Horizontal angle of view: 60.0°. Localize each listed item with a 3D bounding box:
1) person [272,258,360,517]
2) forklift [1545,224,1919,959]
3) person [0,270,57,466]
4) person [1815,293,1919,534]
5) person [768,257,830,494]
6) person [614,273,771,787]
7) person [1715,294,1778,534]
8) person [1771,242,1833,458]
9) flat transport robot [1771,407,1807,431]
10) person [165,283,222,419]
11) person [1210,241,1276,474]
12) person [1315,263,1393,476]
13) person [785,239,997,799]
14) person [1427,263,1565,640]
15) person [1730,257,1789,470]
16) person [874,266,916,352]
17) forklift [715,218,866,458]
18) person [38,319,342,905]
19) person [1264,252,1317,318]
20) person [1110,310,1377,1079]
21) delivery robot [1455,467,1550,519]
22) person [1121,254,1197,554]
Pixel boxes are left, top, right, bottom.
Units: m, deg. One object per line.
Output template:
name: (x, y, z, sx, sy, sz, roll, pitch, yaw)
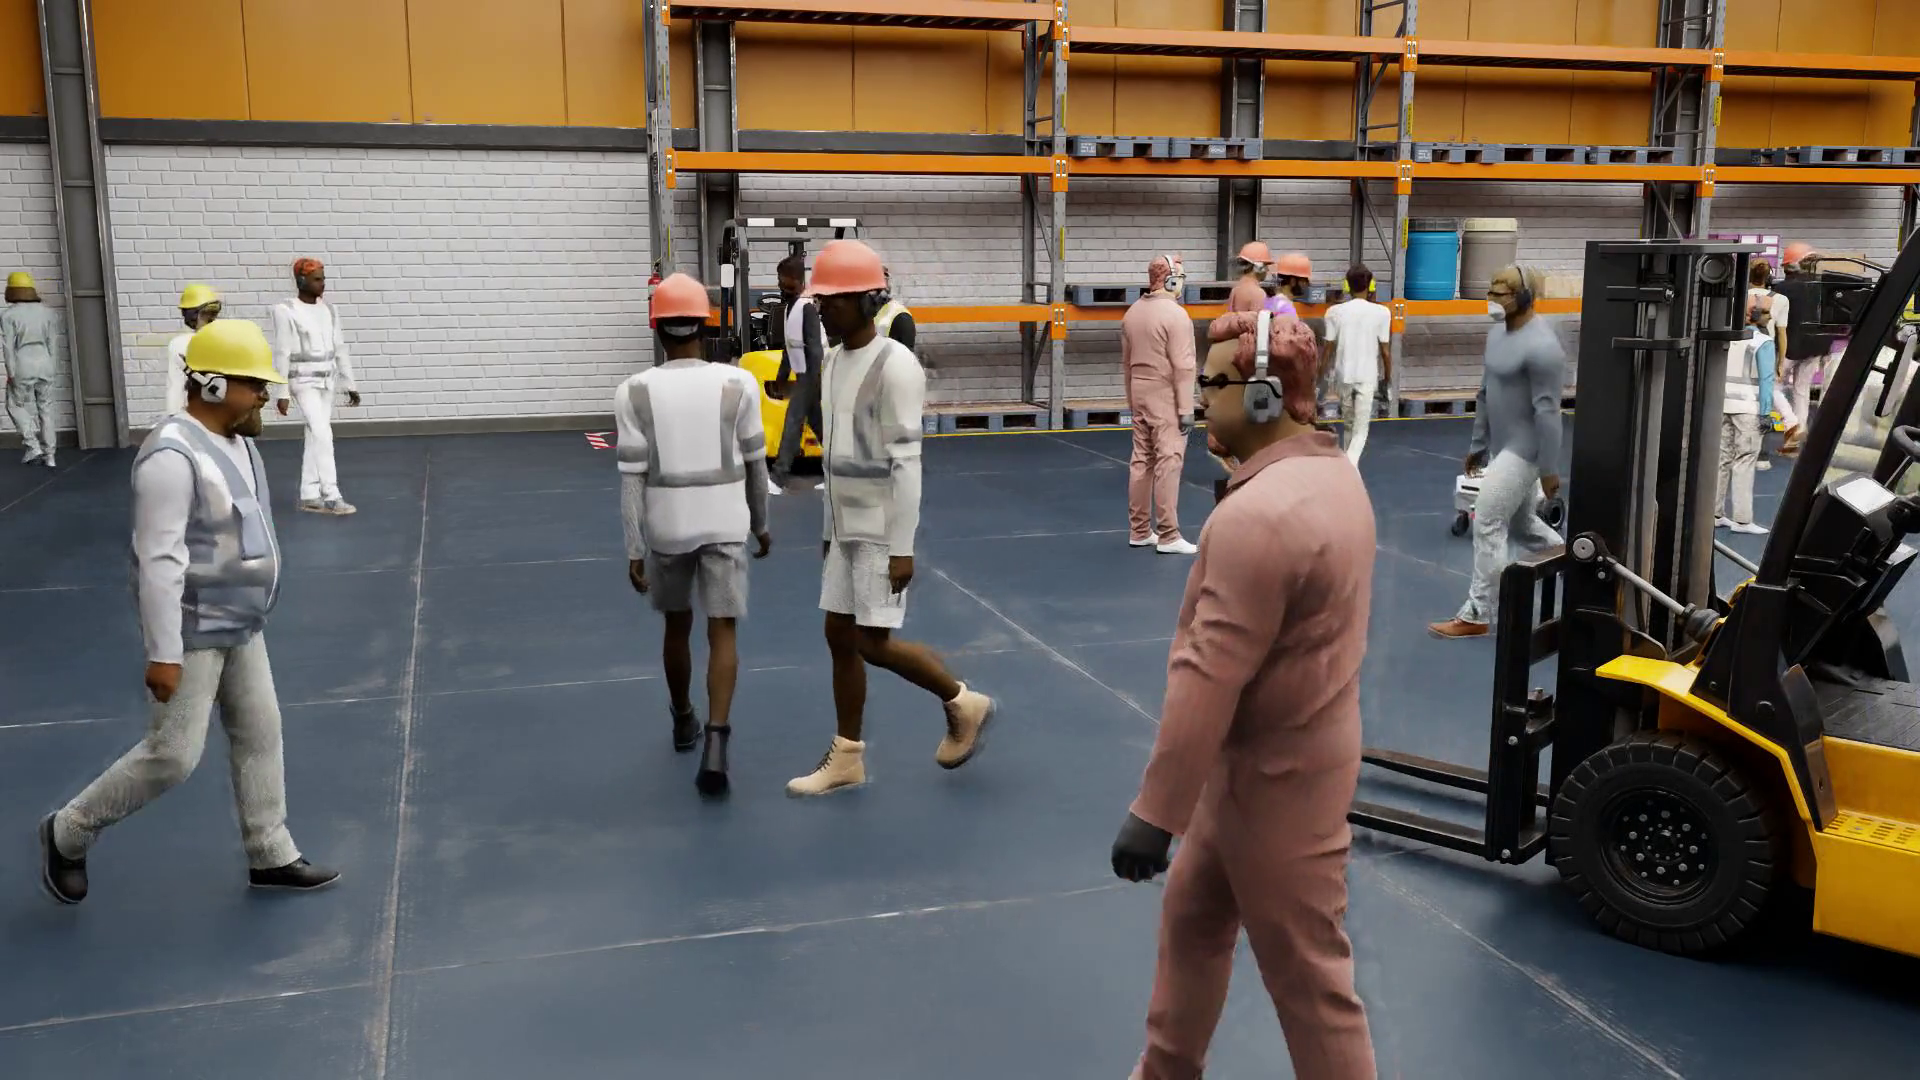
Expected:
person: (-4.587, -1.094, 12.058, 0.768, 1.858, 0.607, 4, 11, 20)
forklift: (2.909, 0.117, 4.508, 2.313, 2.155, 1.214, 9, 14, 40)
person: (-8.189, -1.495, 14.637, 0.361, 1.734, 0.485, 7, 12, 33)
person: (4.157, -0.254, 7.595, 0.447, 1.810, 0.650, -2, 10, -9)
person: (-1.292, -1.299, 13.212, 0.954, 1.853, 0.619, -3, 11, -17)
person: (-0.993, -0.047, 6.235, 0.556, 1.898, 0.923, -1, 10, -5)
person: (5.367, -0.861, 11.404, 0.314, 1.636, 0.516, -2, 11, -12)
person: (7.648, -1.720, 15.193, 0.659, 1.966, 0.538, -1, 10, -5)
flat transport robot: (8.076, -1.297, 17.536, 1.431, 0.197, 0.652, 2, 11, 13)
person: (-4.633, -0.729, 10.378, 0.725, 1.742, 0.532, 4, 11, 22)
person: (2.378, -1.467, 13.760, 0.520, 1.980, 0.642, -2, 11, -11)
person: (2.979, -1.180, 12.645, 0.575, 1.834, 0.869, 5, 11, 26)
person: (-0.257, -0.060, 6.003, 0.720, 2.027, 0.641, -6, 12, -29)
person: (2.875, -0.434, 8.352, 0.914, 1.906, 0.627, 0, 10, -1)
person: (6.896, -1.525, 14.469, 0.508, 1.846, 0.345, 5, 11, 23)
person: (-0.603, -0.998, 11.592, 0.430, 1.845, 0.619, -10, 14, -44)
forklift: (-1.522, -1.778, 14.899, 1.214, 2.155, 2.313, -3, 11, -17)
person: (-2.355, 0.235, 4.980, 0.768, 1.793, 0.615, 0, 10, -3)
person: (2.505, -1.192, 12.487, 0.869, 1.899, 0.572, 1, 10, 6)
person: (0.526, 0.481, 3.403, 0.880, 1.875, 0.663, 4, 11, 19)
delivery robot: (3.704, -0.350, 11.310, 0.707, 0.478, 0.477, -7, 13, -35)
person: (1.314, -0.868, 10.694, 0.405, 1.911, 0.636, -6, 12, -28)
